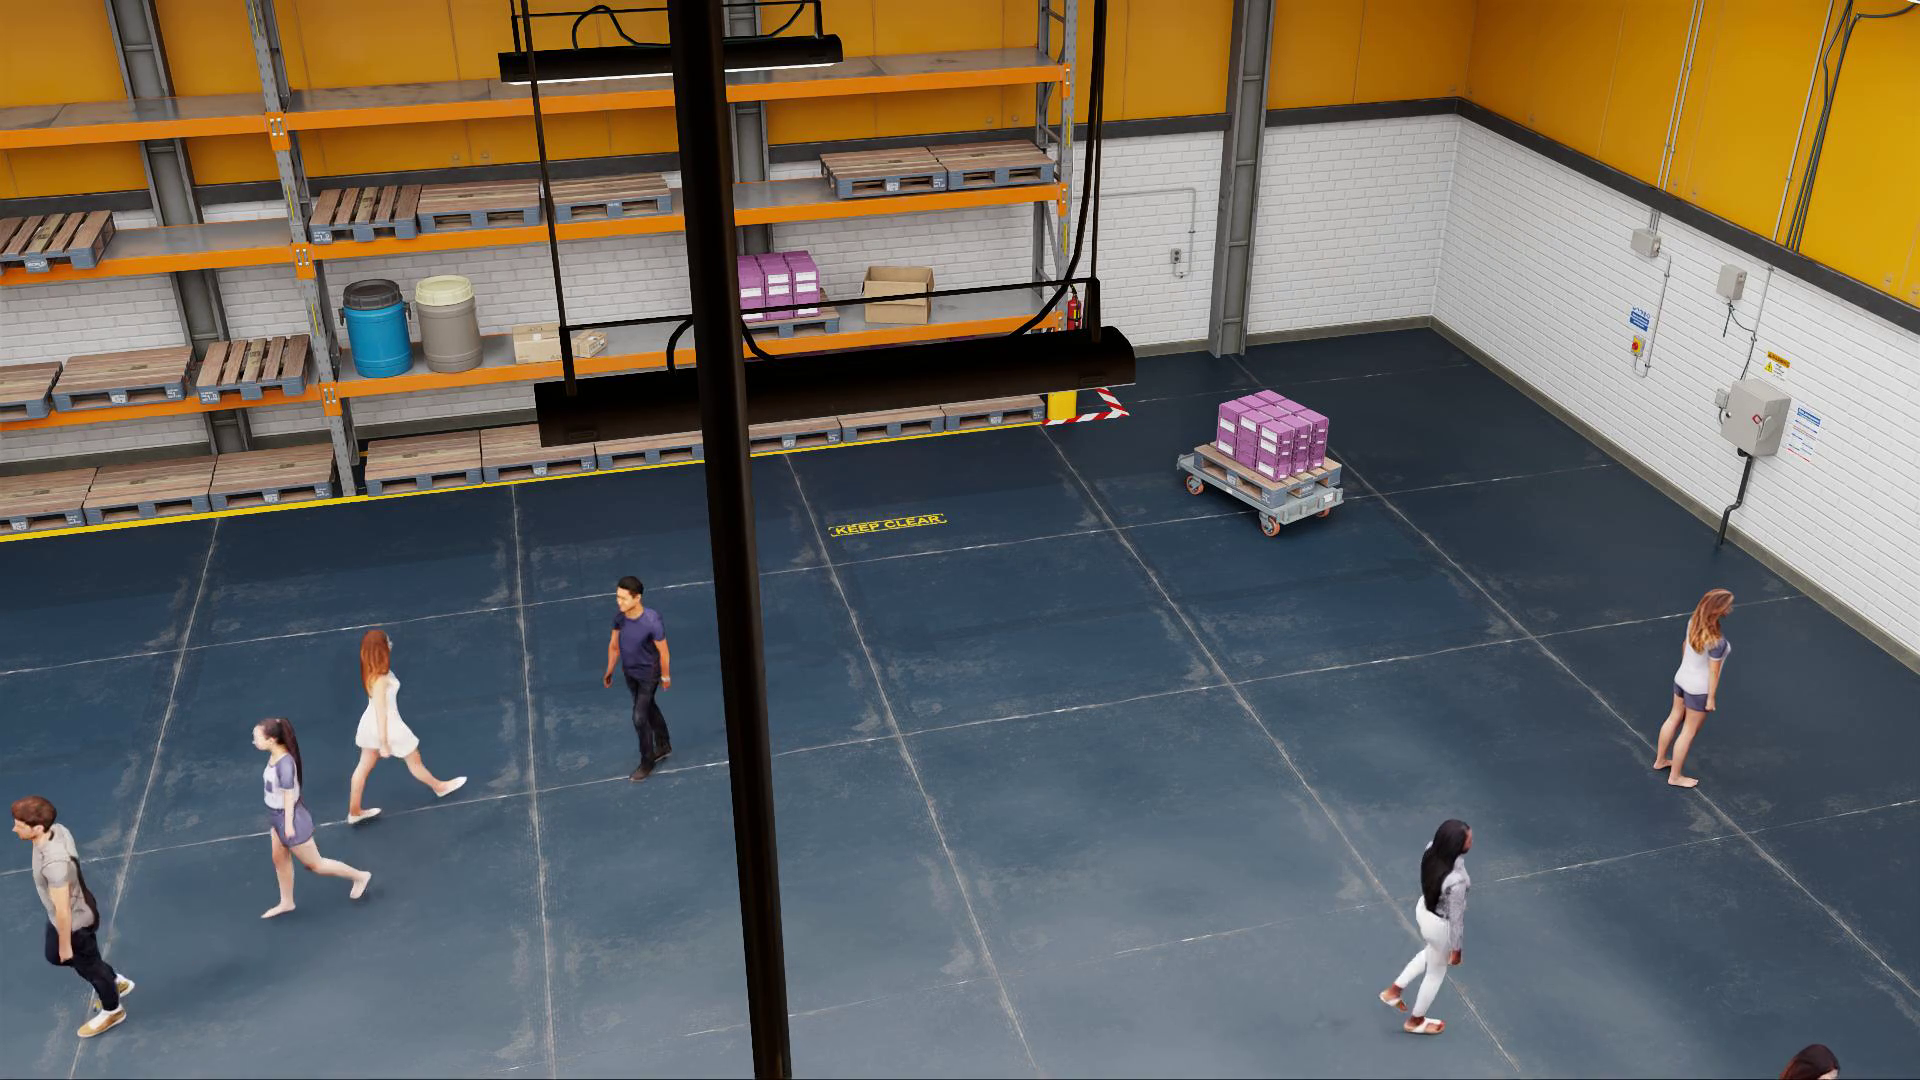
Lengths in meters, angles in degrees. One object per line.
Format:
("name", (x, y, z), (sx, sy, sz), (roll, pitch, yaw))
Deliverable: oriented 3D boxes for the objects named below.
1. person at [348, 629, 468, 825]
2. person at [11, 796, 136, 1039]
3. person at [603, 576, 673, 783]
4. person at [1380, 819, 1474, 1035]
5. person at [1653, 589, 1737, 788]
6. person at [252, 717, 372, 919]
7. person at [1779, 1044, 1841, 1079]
("person", (-4.445, 1.453, 12.596), (1.230, 1.657, 0.881), (-17, 33, -28))
("person", (-5.611, 2.374, 10.673), (0.787, 1.882, 0.782), (-17, 33, -29))
("person", (-2.471, 1.022, 13.269), (0.856, 1.770, 0.925), (21, 35, 33))
("person", (2.974, 2.484, 10.649), (0.734, 1.712, 0.670), (-3, 29, -5))
("person", (5.780, 1.141, 13.092), (0.578, 1.730, 0.630), (-3, 29, -6))
("person", (-4.626, 1.950, 11.724), (1.064, 1.620, 0.786), (-16, 33, -27))
("person", (4.481, 3.392, 9.039), (0.716, 1.660, 0.606), (25, 37, 38))
